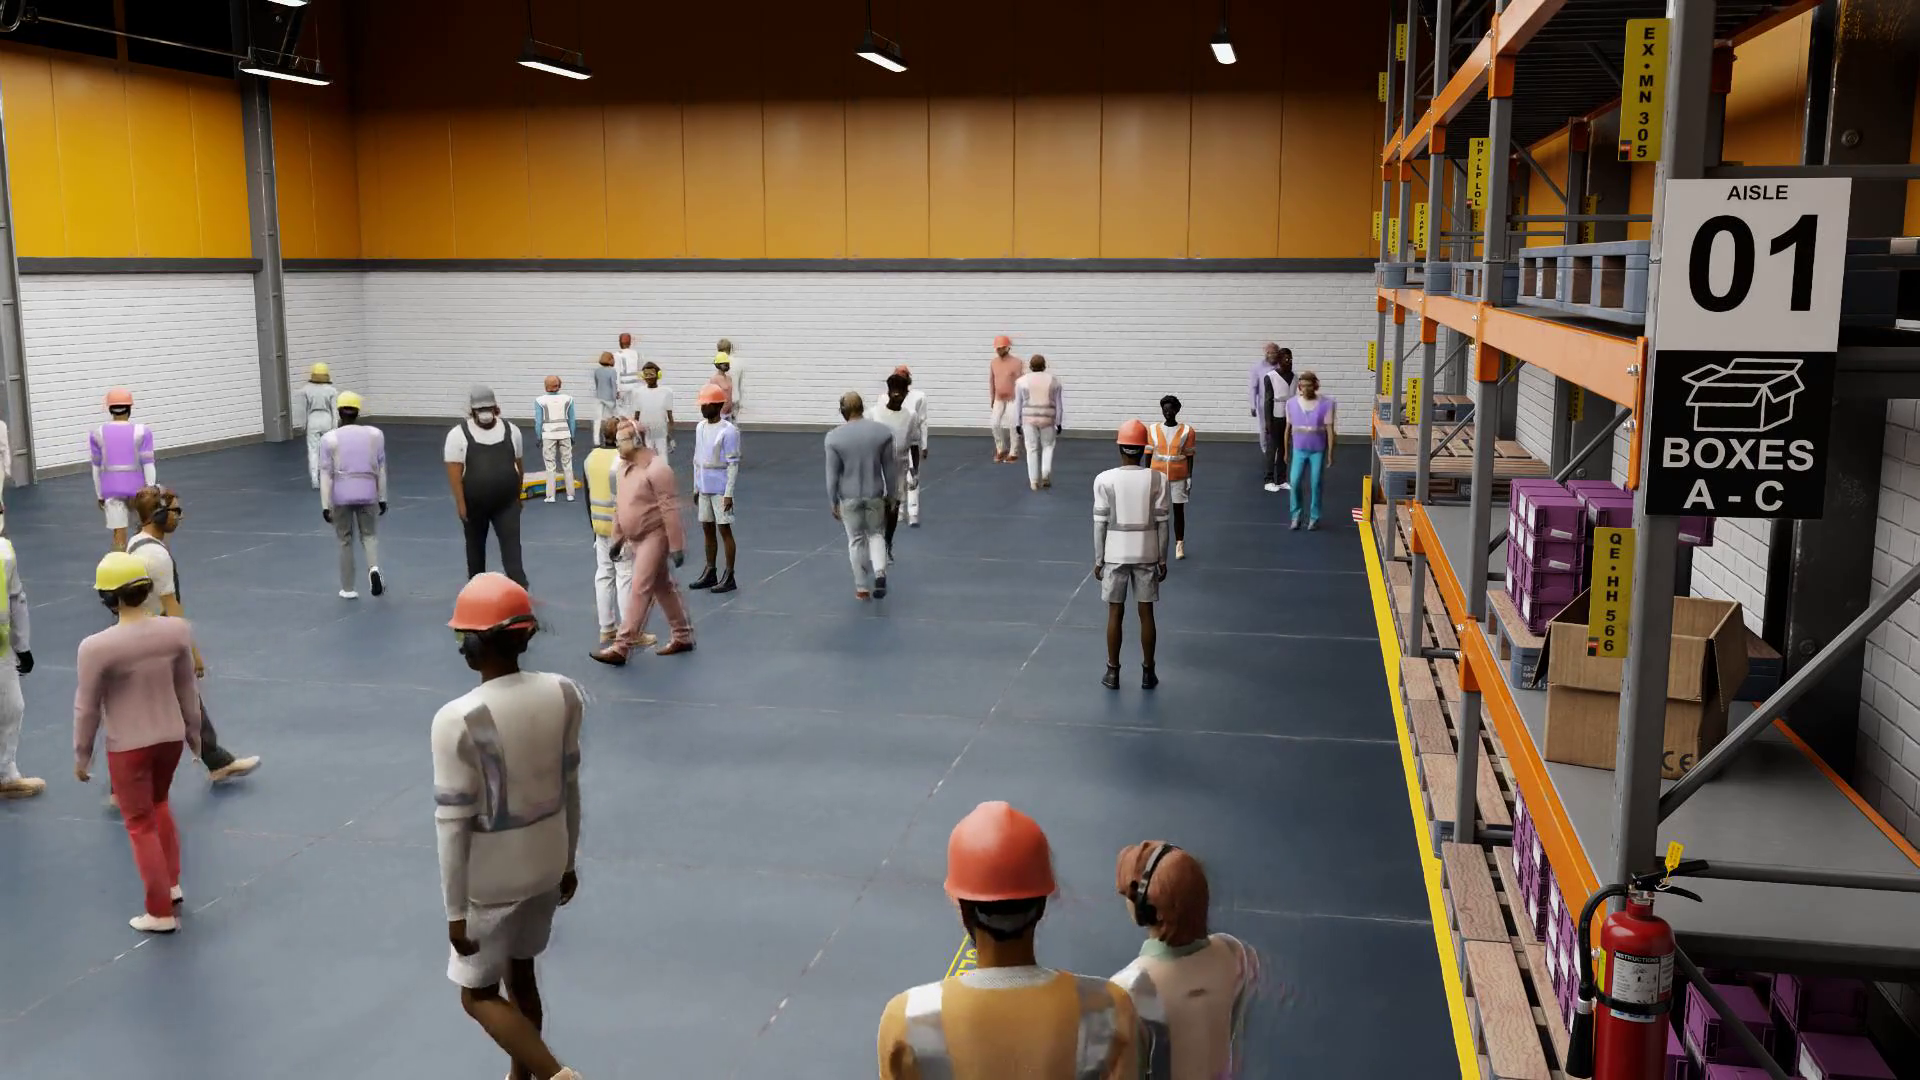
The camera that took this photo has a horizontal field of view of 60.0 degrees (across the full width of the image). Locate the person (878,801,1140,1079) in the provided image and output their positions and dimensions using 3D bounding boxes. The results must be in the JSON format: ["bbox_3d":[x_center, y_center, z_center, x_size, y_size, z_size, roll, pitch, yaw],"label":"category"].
[{"bbox_3d":[0.100,1.493,3.611,0.571,1.910,0.708,-1,9,-3],"label":"person"}]

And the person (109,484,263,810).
[{"bbox_3d":[-4.408,0.589,9.374,0.915,1.799,0.544,-6,11,-32],"label":"person"}]

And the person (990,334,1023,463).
[{"bbox_3d":[0.693,-2.142,25.329,0.657,1.970,0.491,6,11,34],"label":"person"}]

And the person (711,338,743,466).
[{"bbox_3d":[-3.520,-2.058,24.974,0.513,1.921,0.655,7,12,37],"label":"person"}]

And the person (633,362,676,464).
[{"bbox_3d":[-3.705,-1.232,20.193,0.518,1.864,0.323,-1,9,-4],"label":"person"}]

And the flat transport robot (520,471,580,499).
[{"bbox_3d":[-5.709,-0.724,21.894,0.652,0.197,1.431,4,10,24],"label":"flat transport robot"}]

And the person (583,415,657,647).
[{"bbox_3d":[-2.708,-0.071,13.241,0.624,1.845,0.430,8,12,41],"label":"person"}]

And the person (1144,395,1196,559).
[{"bbox_3d":[2.153,-0.646,17.139,0.535,1.697,0.318,2,10,12],"label":"person"}]

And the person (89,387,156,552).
[{"bbox_3d":[-7.679,-0.452,15.333,0.552,1.901,0.810,-3,10,-18],"label":"person"}]

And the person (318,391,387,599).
[{"bbox_3d":[-5.443,-0.388,14.962,0.599,1.902,0.569,-6,11,-33],"label":"person"}]

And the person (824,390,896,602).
[{"bbox_3d":[-0.868,-0.369,14.805,0.663,1.919,0.537,-3,10,-16],"label":"person"}]

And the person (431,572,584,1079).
[{"bbox_3d":[-1.453,1.115,5.568,0.708,2.021,0.610,6,11,33],"label":"person"}]

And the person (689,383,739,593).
[{"bbox_3d":[-2.286,-0.483,15.425,0.545,1.942,0.349,8,12,39],"label":"person"}]

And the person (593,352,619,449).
[{"bbox_3d":[-5.787,-2.304,27.449,0.509,1.580,0.872,5,11,26],"label":"person"}]

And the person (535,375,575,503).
[{"bbox_3d":[-5.141,-1.281,21.147,0.515,1.636,0.315,-5,10,-26],"label":"person"}]

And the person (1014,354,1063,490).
[{"bbox_3d":[1.050,-1.584,22.377,0.651,1.832,0.447,0,9,1],"label":"person"}]

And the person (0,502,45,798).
[{"bbox_3d":[-5.440,0.626,9.139,0.434,1.814,0.821,4,10,23],"label":"person"}]

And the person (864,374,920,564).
[{"bbox_3d":[-0.694,-0.706,16.760,0.640,1.938,0.478,-4,10,-24],"label":"person"}]

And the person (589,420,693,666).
[{"bbox_3d":[-2.446,0.020,12.661,0.985,1.852,0.660,-7,12,-37],"label":"person"}]

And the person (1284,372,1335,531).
[{"bbox_3d":[3.950,-0.990,18.853,0.602,1.819,0.618,4,10,23],"label":"person"}]

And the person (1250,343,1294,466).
[{"bbox_3d":[4.755,-2.083,25.354,0.670,1.860,0.990,2,10,10],"label":"person"}]

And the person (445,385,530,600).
[{"bbox_3d":[-4.167,-0.414,14.708,0.685,2.000,1.055,-5,11,-27],"label":"person"}]

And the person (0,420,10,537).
[{"bbox_3d":[-10.618,-0.775,18.157,0.505,1.617,0.394,-2,10,-13],"label":"person"}]

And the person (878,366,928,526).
[{"bbox_3d":[-0.665,-1.080,19.297,0.601,1.841,0.896,-1,9,-5],"label":"person"}]

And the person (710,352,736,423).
[{"bbox_3d":[-3.424,-1.829,24.053,0.302,1.772,0.525,4,10,22],"label":"person"}]

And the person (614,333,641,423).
[{"bbox_3d":[-5.747,-2.598,28.404,0.758,1.856,0.615,8,12,39],"label":"person"}]

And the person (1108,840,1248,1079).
[{"bbox_3d":[0.481,1.535,4.229,0.512,1.610,0.775,-7,12,-36],"label":"person"}]

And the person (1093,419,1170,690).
[{"bbox_3d":[1.218,0.109,11.869,0.545,1.938,0.359,0,9,1],"label":"person"}]

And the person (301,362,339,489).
[{"bbox_3d":[-8.642,-1.543,22.469,0.488,1.719,0.758,-2,10,-14],"label":"person"}]

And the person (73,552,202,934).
[{"bbox_3d":[-3.760,0.919,7.576,0.538,1.748,0.538,5,11,30],"label":"person"}]

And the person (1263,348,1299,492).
[{"bbox_3d":[4.306,-1.618,22.327,0.587,1.920,0.391,-7,11,-34],"label":"person"}]
